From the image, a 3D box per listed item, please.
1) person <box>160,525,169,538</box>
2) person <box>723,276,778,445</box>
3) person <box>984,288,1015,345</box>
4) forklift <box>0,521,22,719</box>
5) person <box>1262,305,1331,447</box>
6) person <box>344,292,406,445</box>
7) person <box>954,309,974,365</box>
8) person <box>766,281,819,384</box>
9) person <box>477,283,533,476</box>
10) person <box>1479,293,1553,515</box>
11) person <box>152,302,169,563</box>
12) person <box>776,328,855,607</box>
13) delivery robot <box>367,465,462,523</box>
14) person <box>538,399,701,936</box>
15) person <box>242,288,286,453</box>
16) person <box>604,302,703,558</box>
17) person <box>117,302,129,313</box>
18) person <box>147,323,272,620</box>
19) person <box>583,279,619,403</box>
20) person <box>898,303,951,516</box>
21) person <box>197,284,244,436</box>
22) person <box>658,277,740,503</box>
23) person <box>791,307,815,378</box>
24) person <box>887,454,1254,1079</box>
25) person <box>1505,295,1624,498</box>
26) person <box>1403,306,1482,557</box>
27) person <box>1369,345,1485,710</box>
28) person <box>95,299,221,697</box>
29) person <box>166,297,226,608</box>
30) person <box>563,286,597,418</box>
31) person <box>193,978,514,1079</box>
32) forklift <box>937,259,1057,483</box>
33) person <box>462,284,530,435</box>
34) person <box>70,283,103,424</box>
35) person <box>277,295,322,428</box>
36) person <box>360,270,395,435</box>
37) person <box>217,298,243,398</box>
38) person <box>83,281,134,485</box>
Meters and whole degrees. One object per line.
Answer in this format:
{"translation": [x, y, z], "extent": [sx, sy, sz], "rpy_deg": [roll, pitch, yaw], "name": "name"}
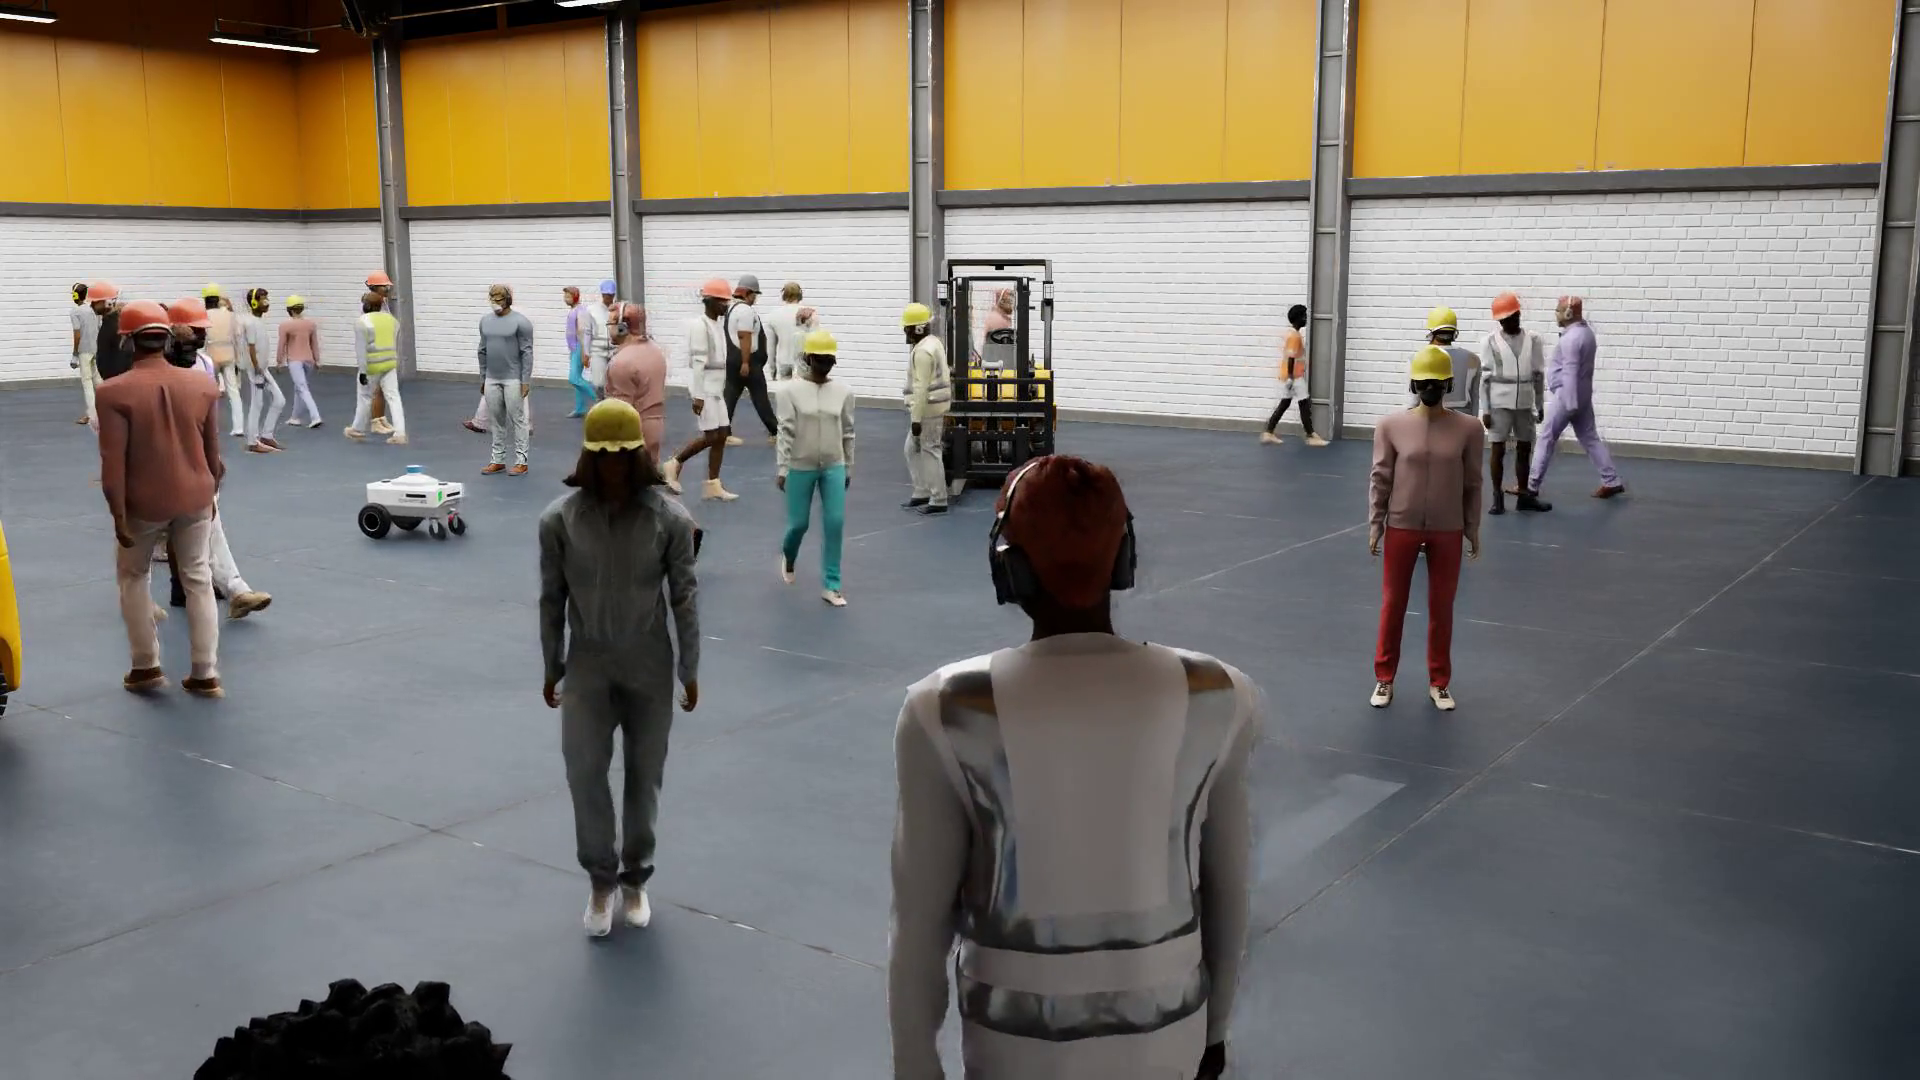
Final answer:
{"translation": [-6.148, -0.799, 12.848], "extent": [0.554, 1.619, 0.502], "rpy_deg": [1, 10, 5], "name": "person"}
{"translation": [-2.437, -2.127, 19.530], "extent": [1.006, 2.000, 0.697], "rpy_deg": [-5, 11, -27], "name": "person"}
{"translation": [0.525, -1.830, 18.303], "extent": [0.804, 1.865, 0.707], "rpy_deg": [0, 10, 3], "name": "person"}
{"translation": [-5.296, -0.090, 6.943], "extent": [1.214, 2.155, 2.313], "rpy_deg": [7, 12, 35], "name": "forklift"}
{"translation": [3.924, -1.913, 19.405], "extent": [0.788, 1.659, 0.544], "rpy_deg": [1, 10, 8], "name": "person"}
{"translation": [-6.914, -2.020, 19.629], "extent": [0.975, 1.791, 0.649], "rpy_deg": [6, 11, 34], "name": "person"}
{"translation": [0.007, -1.887, 19.362], "extent": [0.373, 1.621, 0.517], "rpy_deg": [-5, 11, -27], "name": "person"}
{"translation": [-1.887, -1.996, 19.084], "extent": [0.671, 1.930, 0.443], "rpy_deg": [2, 10, 14], "name": "person"}
{"translation": [-4.587, -1.610, 16.771], "extent": [0.628, 1.935, 0.373], "rpy_deg": [3, 10, 20], "name": "person"}
{"translation": [4.779, -1.145, 14.160], "extent": [0.753, 1.896, 0.396], "rpy_deg": [-1, 10, -4], "name": "person"}
{"translation": [-5.683, -0.762, 11.960], "extent": [0.328, 1.856, 0.521], "rpy_deg": [-1, 10, -6], "name": "person"}
{"translation": [-0.928, -0.476, 10.563], "extent": [0.535, 1.744, 0.624], "rpy_deg": [-4, 10, -20], "name": "person"}
{"translation": [-4.276, -0.344, 13.051], "extent": [0.707, 0.478, 0.477], "rpy_deg": [3, 10, 16], "name": "delivery robot"}
{"translation": [-1.075, 0.416, 5.296], "extent": [0.506, 1.723, 0.499], "rpy_deg": [-2, 10, -12], "name": "person"}
{"translation": [-7.815, -1.895, 18.688], "extent": [0.543, 1.853, 0.565], "rpy_deg": [-1, 10, -7], "name": "person"}
{"translation": [-2.157, -0.679, 11.359], "extent": [0.639, 1.885, 0.656], "rpy_deg": [3, 10, 16], "name": "person"}
{"translation": [-11.466, -2.501, 23.062], "extent": [0.844, 1.600, 0.514], "rpy_deg": [1, 10, 6], "name": "person"}
{"translation": [-4.636, -0.388, 9.913], "extent": [0.999, 1.779, 0.633], "rpy_deg": [4, 10, 21], "name": "person"}
{"translation": [-4.554, -2.410, 21.531], "extent": [0.631, 1.930, 0.447], "rpy_deg": [-2, 10, -14], "name": "person"}
{"translation": [-0.359, -1.097, 14.070], "extent": [0.564, 1.807, 0.618], "rpy_deg": [1, 10, 7], "name": "person"}
{"translation": [-9.208, -2.224, 20.607], "extent": [0.997, 1.868, 0.617], "rpy_deg": [8, 13, 40], "name": "person"}
{"translation": [-2.311, -1.333, 14.871], "extent": [0.652, 2.017, 0.649], "rpy_deg": [2, 10, 12], "name": "person"}
{"translation": [-1.767, -1.824, 18.928], "extent": [0.307, 1.638, 0.514], "rpy_deg": [1, 10, 8], "name": "person"}
{"translation": [0.176, 0.794, 2.644], "extent": [0.593, 1.865, 0.507], "rpy_deg": [-1, 10, -6], "name": "person"}
{"translation": [5.590, -1.295, 15.139], "extent": [0.998, 1.861, 0.653], "rpy_deg": [7, 12, 37], "name": "person"}
{"translation": [3.493, -0.786, 12.157], "extent": [0.588, 1.835, 0.404], "rpy_deg": [-2, 10, -10], "name": "person"}
{"translation": [2.233, -0.051, 7.987], "extent": [0.533, 1.767, 0.326], "rpy_deg": [2, 10, 10], "name": "person"}
{"translation": [-3.973, -0.199, 8.269], "extent": [0.706, 1.970, 0.630], "rpy_deg": [9, 13, 43], "name": "person"}
{"translation": [-4.794, -0.549, 10.439], "extent": [0.377, 1.936, 0.549], "rpy_deg": [1, 10, 9], "name": "person"}
{"translation": [-5.202, -2.575, 22.850], "extent": [0.473, 1.830, 0.581], "rpy_deg": [-3, 10, -19], "name": "person"}
{"translation": [-0.406, 1.121, 1.206], "extent": [0.322, 1.697, 0.536], "rpy_deg": [5, 11, 28], "name": "person"}
{"translation": [0.370, -1.738, 16.759], "extent": [1.214, 2.155, 2.313], "rpy_deg": [1, 10, 3], "name": "forklift"}
{"translation": [-5.759, -2.236, 20.709], "extent": [0.977, 1.856, 0.664], "rpy_deg": [6, 11, 32], "name": "person"}
{"translation": [-11.577, -2.465, 22.047], "extent": [0.327, 1.874, 0.517], "rpy_deg": [3, 10, 15], "name": "person"}
{"translation": [-8.566, -2.314, 21.588], "extent": [0.890, 1.724, 0.534], "rpy_deg": [6, 11, 33], "name": "person"}
{"translation": [-7.212, -2.334, 20.750], "extent": [0.378, 2.045, 0.605], "rpy_deg": [0, 10, 0], "name": "person"}
{"translation": [-11.593, -3.046, 26.356], "extent": [0.516, 1.580, 0.871], "rpy_deg": [-2, 10, -15], "name": "person"}
{"translation": [-8.092, -1.473, 15.840], "extent": [0.613, 1.966, 0.622], "rpy_deg": [-9, 13, -43], "name": "person"}
